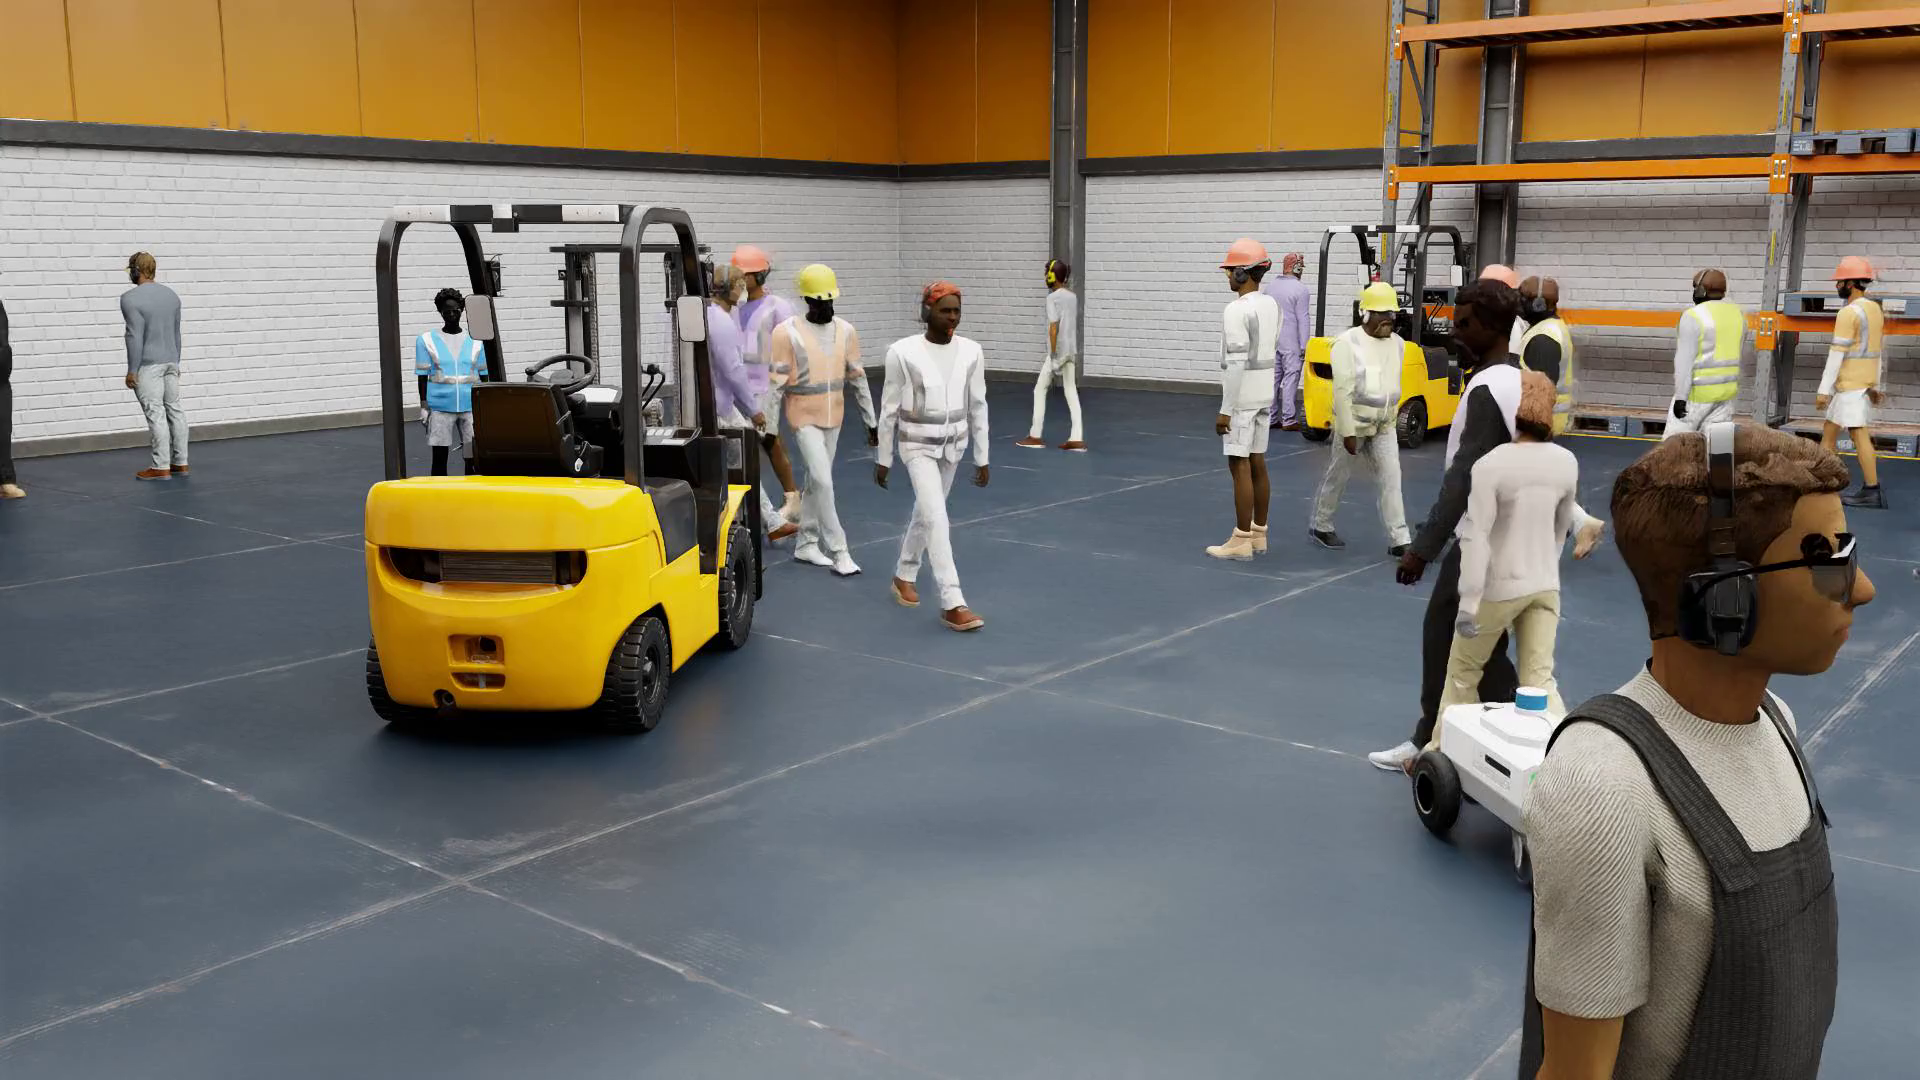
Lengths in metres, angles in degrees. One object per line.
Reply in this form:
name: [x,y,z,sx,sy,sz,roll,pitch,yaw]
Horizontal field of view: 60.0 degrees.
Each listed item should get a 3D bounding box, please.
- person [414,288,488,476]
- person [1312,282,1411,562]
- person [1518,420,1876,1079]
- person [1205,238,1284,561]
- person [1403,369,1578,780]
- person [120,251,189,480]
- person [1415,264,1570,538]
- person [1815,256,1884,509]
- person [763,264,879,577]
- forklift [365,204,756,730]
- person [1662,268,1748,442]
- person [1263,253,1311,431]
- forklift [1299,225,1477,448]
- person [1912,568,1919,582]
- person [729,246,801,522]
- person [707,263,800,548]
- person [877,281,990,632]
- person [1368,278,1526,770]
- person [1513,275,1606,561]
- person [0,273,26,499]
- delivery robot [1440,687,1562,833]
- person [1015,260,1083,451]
person: [-3.603,-0.941,11.869,0.532,1.696,0.319,-5,11,-25]
person: [2.595,-0.761,10.671,0.595,1.774,0.941,-4,11,-23]
person: [0.804,0.784,1.890,0.333,1.846,0.514,10,14,43]
person: [1.806,-0.889,10.620,0.374,2.043,0.614,7,12,34]
person: [1.960,0.193,5.898,0.526,1.585,0.823,-4,11,-22]
person: [-6.865,-1.476,14.161,0.374,1.939,0.628,2,11,13]
person: [3.686,-0.910,11.234,1.002,1.889,0.543,2,10,11]
person: [6.720,-1.213,12.797,0.577,1.898,0.942,-9,14,-42]
person: [-0.795,-0.724,10.126,0.738,1.878,0.842,-9,14,-42]
forklift: [-1.766,-0.406,7.525,1.214,2.155,2.313,1,10,7]
person: [5.436,-1.058,12.144,0.659,1.828,0.435,-5,11,-25]
person: [3.526,-2.111,17.799,0.403,1.900,0.647,-6,12,-31]
forklift: [4.449,-2.115,16.993,1.214,2.155,2.313,8,13,38]
person: [5.971,-0.569,9.525,0.852,1.797,0.600,7,12,35]
person: [-1.492,-1.057,11.696,0.638,1.982,1.053,10,14,43]
person: [-1.476,-0.831,10.730,1.000,1.879,0.618,-1,10,-7]
person: [-0.147,-0.475,8.950,0.589,1.824,1.038,-6,12,-31]
person: [1.851,0.008,6.057,0.643,1.891,0.618,4,11,22]
person: [3.574,-0.703,10.194,0.693,1.826,0.638,4,11,23]
person: [-7.873,-1.354,13.199,0.941,2.000,0.692,5,12,27]
delivery robot: [1.879,0.732,5.503,0.477,0.478,0.707,-1,10,-8]
person: [0.897,-1.796,16.211,0.850,1.836,0.505,9,14,42]
